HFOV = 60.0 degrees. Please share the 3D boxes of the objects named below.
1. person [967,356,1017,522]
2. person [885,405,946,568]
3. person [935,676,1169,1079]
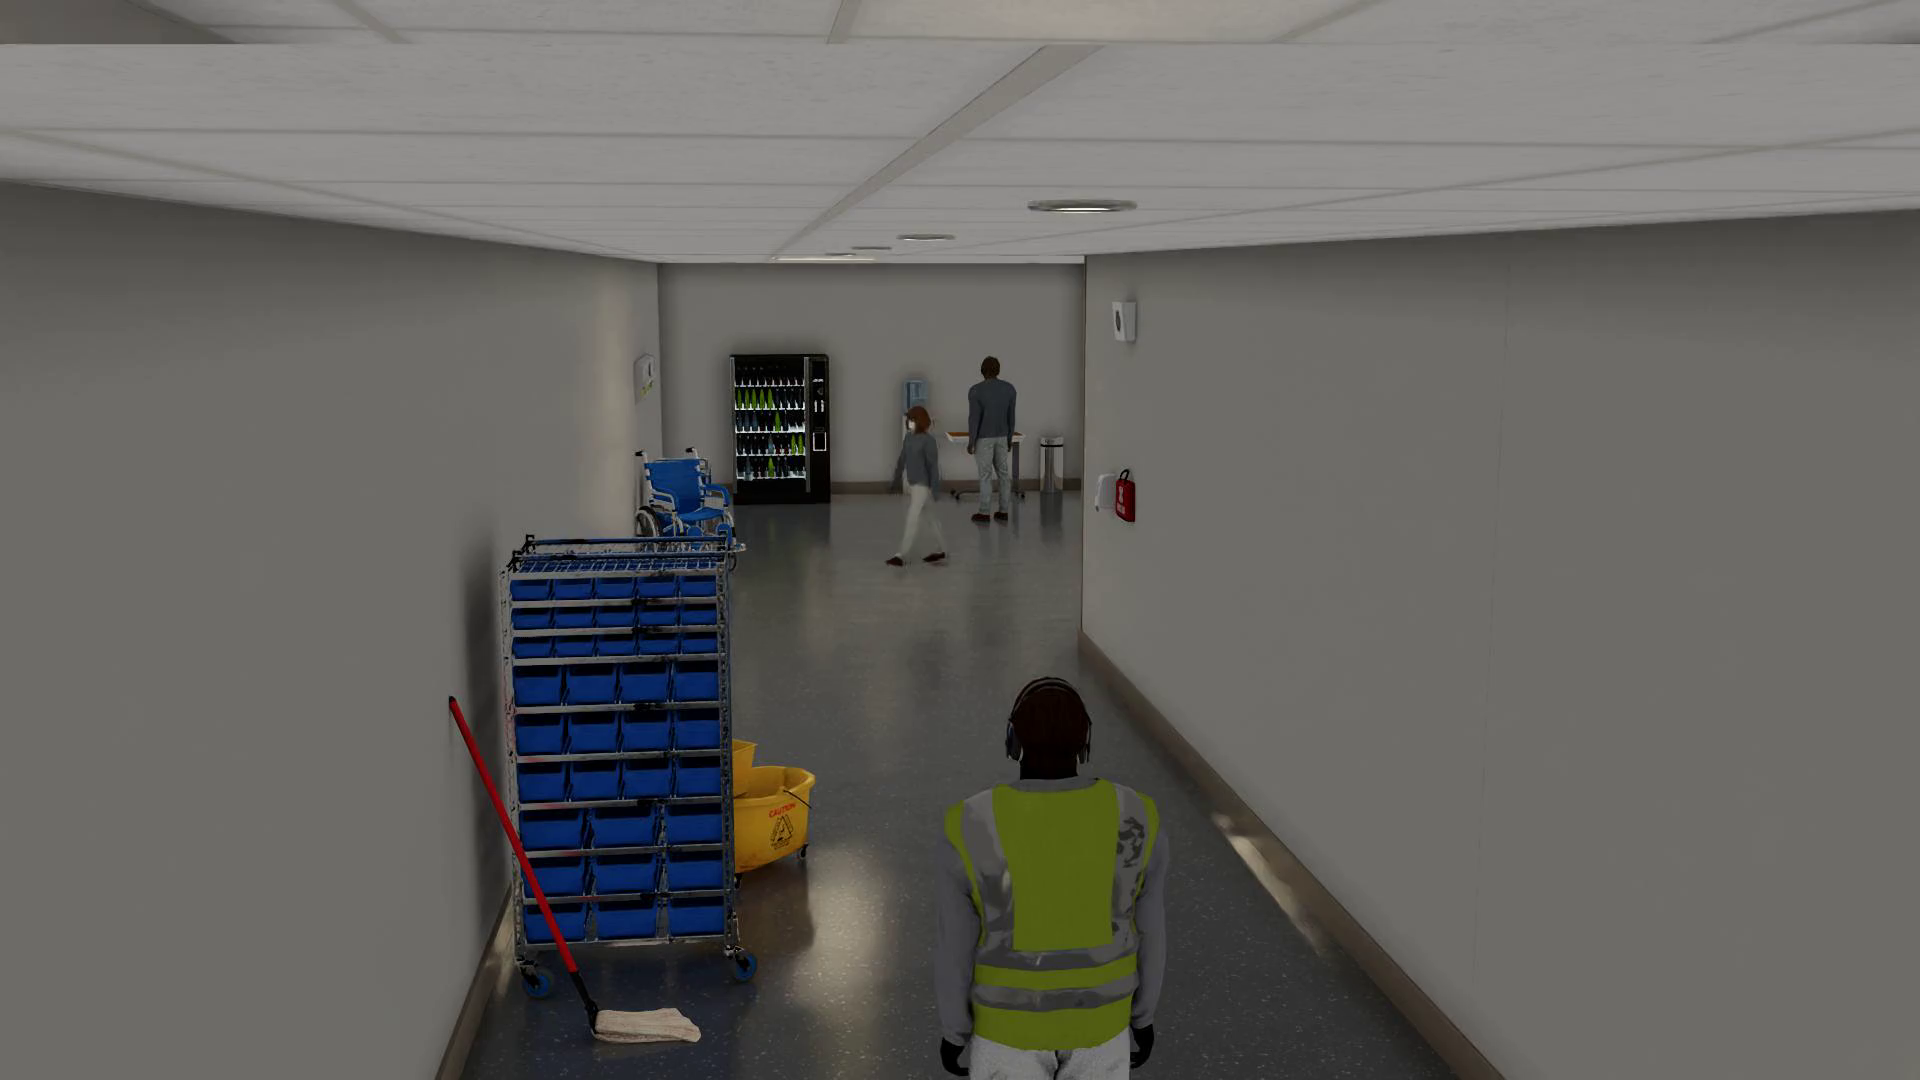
[{"bbox_3d":[0.357,-1.172,19.354,0.628,1.940,0.373,-5,11,-30],"label":"person"},{"bbox_3d":[-0.440,-0.530,16.444,0.801,1.595,0.501,-5,10,-29],"label":"person"},{"bbox_3d":[0.233,1.268,4.429,0.623,1.844,0.429,-1,9,-9],"label":"person"}]
